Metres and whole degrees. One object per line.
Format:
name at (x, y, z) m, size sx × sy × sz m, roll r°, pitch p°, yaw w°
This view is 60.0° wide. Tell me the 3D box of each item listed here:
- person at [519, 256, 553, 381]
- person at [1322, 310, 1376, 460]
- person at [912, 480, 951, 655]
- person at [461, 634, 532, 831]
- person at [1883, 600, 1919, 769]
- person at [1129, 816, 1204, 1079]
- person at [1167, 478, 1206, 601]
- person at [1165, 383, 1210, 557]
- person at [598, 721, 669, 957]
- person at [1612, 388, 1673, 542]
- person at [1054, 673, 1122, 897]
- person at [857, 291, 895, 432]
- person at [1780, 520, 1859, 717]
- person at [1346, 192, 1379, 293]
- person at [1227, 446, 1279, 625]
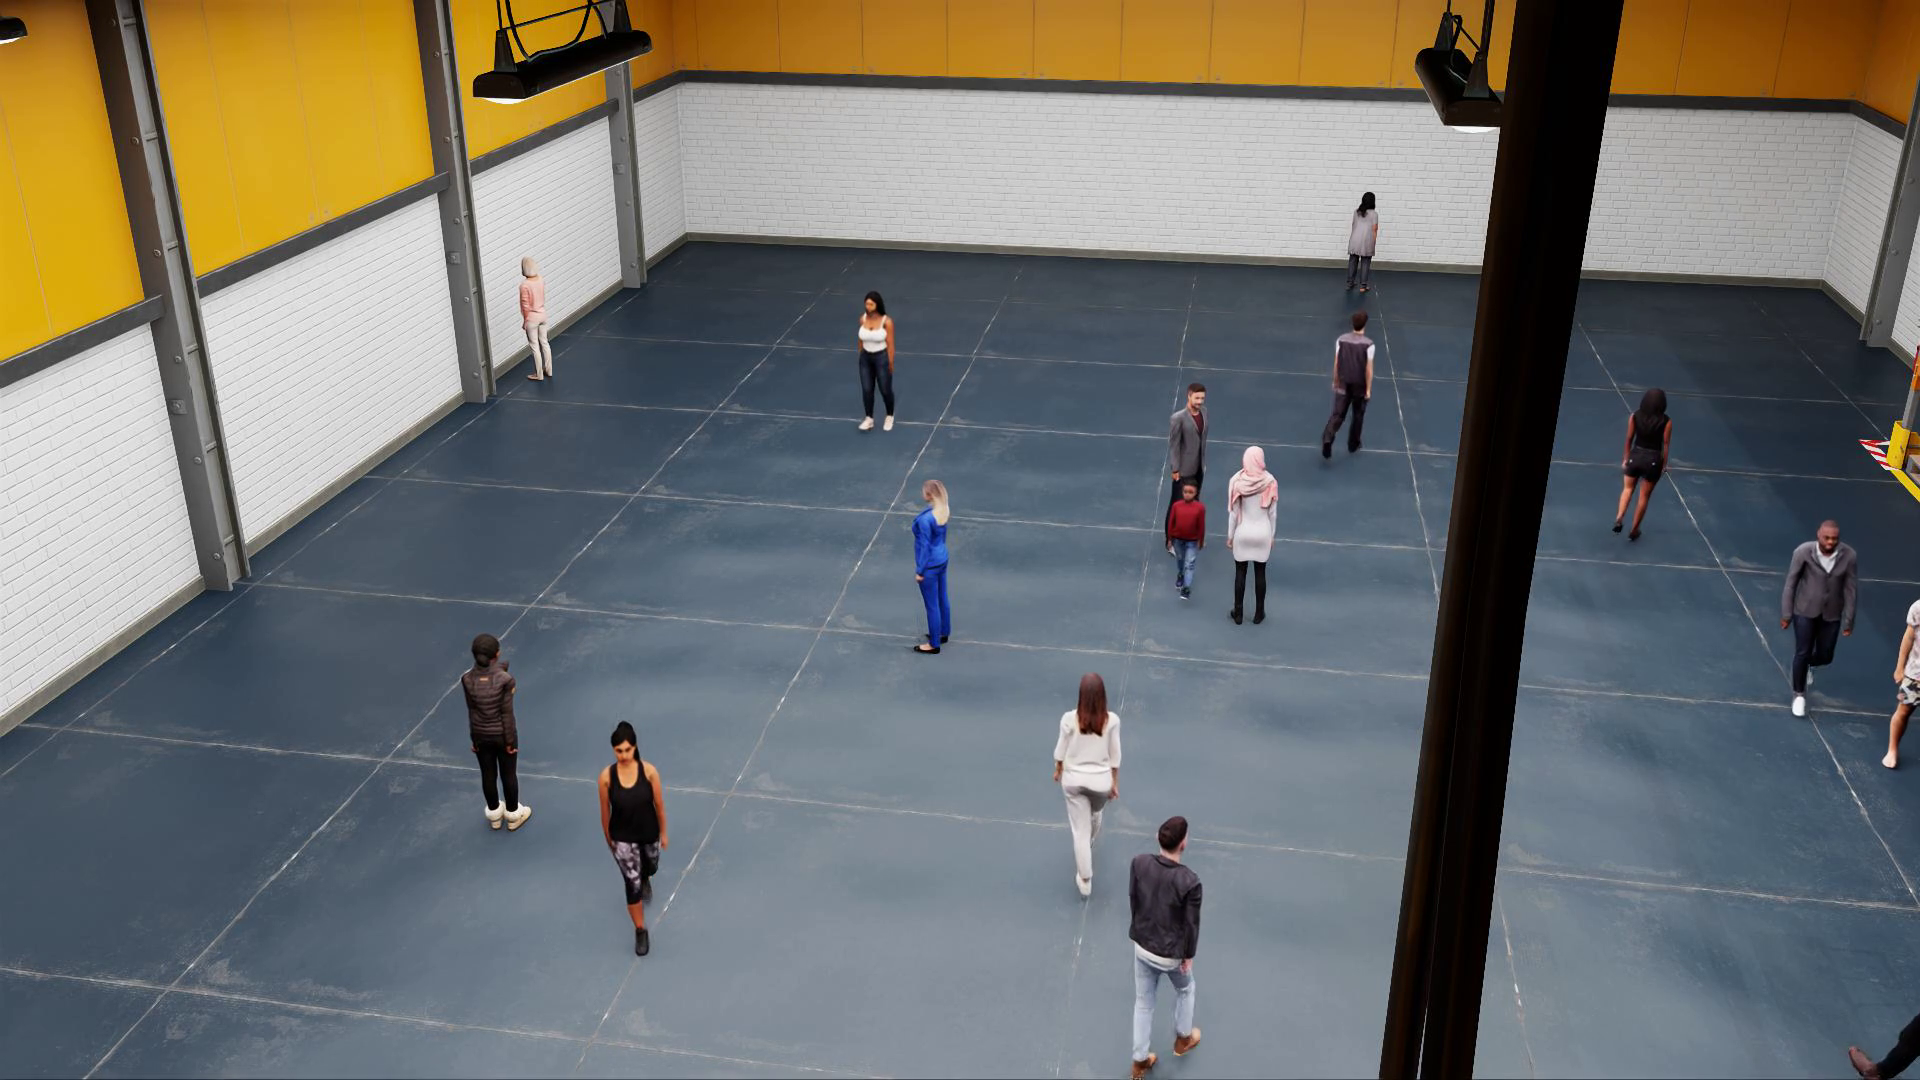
person at (-5.887, -3.077, 23.015) m, size 0.724 × 1.725 × 0.568 m, roll 12°, pitch 26°, yaw 25°
person at (4.696, -1.842, 20.068) m, size 0.943 × 1.822 × 1.197 m, roll 15°, pitch 28°, yaw 31°
person at (-0.238, 0.232, 15.476) m, size 0.727 × 1.700 × 0.564 m, roll 10°, pitch 26°, yaw 22°
person at (-3.547, 1.487, 12.654) m, size 0.659 × 1.660 × 0.612 m, roll 4°, pitch 24°, yaw 9°
person at (7.904, 1.027, 13.519) m, size 0.710 × 1.811 × 0.631 m, roll 9°, pitch 25°, yaw 19°
person at (1.185, 2.521, 10.094) m, size 0.813 × 1.817 × 0.931 m, roll 12°, pitch 26°, yaw 26°
person at (2.278, -0.045, 16.700) m, size 0.623 × 1.228 × 0.896 m, roll 9°, pitch 25°, yaw 19°
person at (2.409, -0.777, 17.571) m, size 0.767 × 1.872 × 0.843 m, roll -18°, pitch 30°, yaw -36°
person at (-2.248, 1.992, 11.528) m, size 0.900 × 1.637 × 1.109 m, roll -8°, pitch 25°, yaw -17°
person at (7.270, -0.769, 17.733) m, size 0.752 × 1.726 × 0.825 m, roll 17°, pitch 29°, yaw 34°
person at (0.932, 1.786, 11.989) m, size 0.805 × 1.645 × 1.116 m, roll -2°, pitch 24°, yaw -4°
person at (-1.051, -2.275, 21.074) m, size 0.717 × 1.810 × 0.741 m, roll 10°, pitch 26°, yaw 22°
person at (7.452, 0.618, 14.477) m, size 0.830 × 1.793 × 0.967 m, roll 5°, pitch 24°, yaw 12°
person at (6.626, -4.927, 27.398) m, size 0.763 × 1.604 × 0.812 m, roll 19°, pitch 30°, yaw 36°
person at (2.804, -0.041, 15.973) m, size 0.627 × 1.803 × 0.583 m, roll 3°, pitch 24°, yaw 6°
